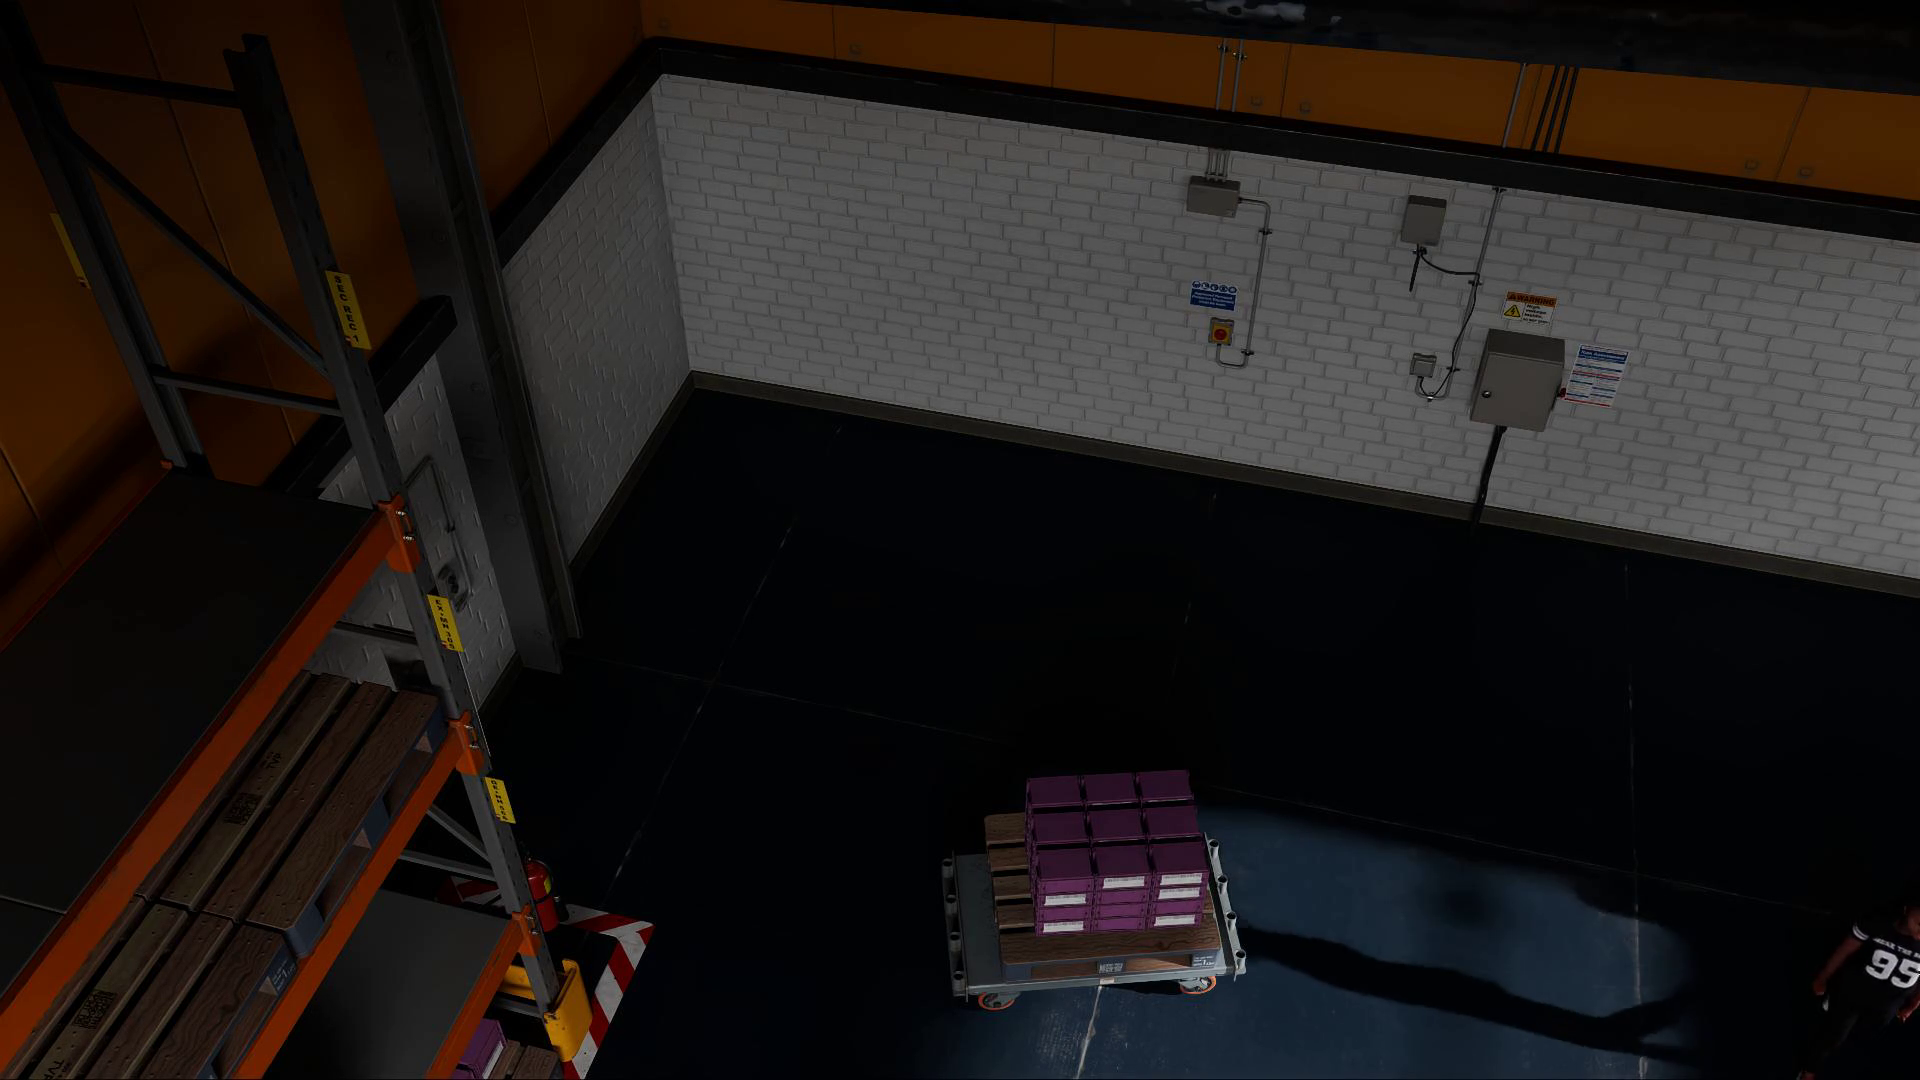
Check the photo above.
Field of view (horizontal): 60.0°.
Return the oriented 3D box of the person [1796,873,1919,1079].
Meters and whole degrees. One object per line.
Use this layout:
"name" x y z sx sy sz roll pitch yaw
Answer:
"person" 4.729 2.268 8.649 0.681 1.709 1.043 14 45 15
